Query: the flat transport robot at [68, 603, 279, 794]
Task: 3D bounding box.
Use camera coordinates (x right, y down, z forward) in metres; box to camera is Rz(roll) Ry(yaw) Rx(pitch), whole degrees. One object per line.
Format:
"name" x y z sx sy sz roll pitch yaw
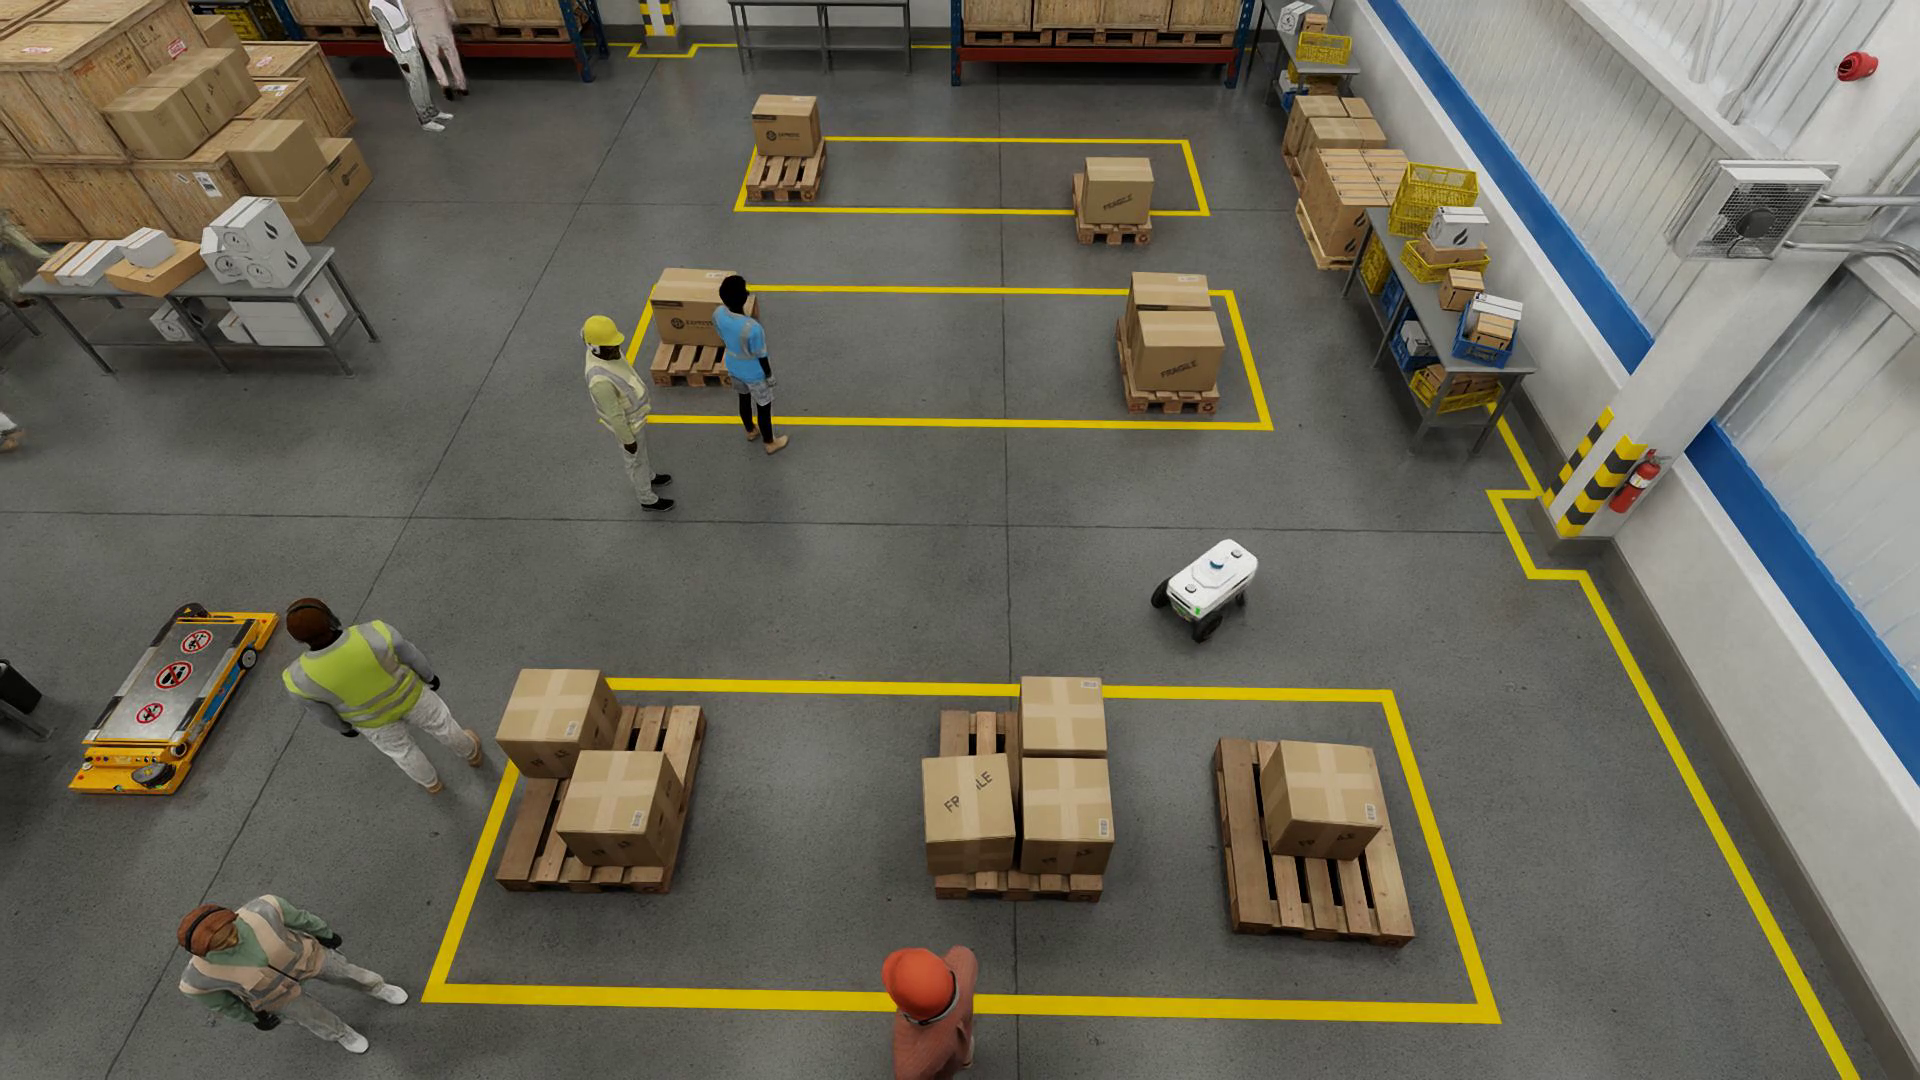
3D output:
"flat transport robot" -5.504 1.072 6.442 0.652 0.197 1.431 1 50 1

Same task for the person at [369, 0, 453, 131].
"person" -6.957 -6.144 11.481 0.383 1.911 0.584 -1 50 -1

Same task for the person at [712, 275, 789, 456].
"person" -1.761 -1.437 7.642 0.535 1.694 0.319 31 57 24

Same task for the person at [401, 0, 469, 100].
"person" -6.933 -6.775 12.035 0.676 1.887 0.528 -20 53 -16

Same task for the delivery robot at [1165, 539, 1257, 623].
"delivery robot" 1.881 0.294 6.856 0.707 0.478 0.477 -32 57 -24

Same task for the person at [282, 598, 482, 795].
"person" -3.467 0.957 5.523 0.621 1.837 0.429 -35 58 -26

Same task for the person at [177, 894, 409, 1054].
"person" -3.369 2.187 4.614 0.313 1.633 0.514 19 52 15

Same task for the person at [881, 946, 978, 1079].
"person" -0.135 2.315 4.270 0.396 1.992 0.623 20 53 16

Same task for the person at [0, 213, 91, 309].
"person" -9.474 -3.098 8.963 0.998 1.827 0.526 -7 50 -6

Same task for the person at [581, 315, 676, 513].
"person" -2.594 -0.975 7.160 0.404 1.827 0.600 -11 51 -9

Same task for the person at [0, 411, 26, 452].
"person" -8.715 -1.522 7.607 0.471 1.851 0.621 -23 53 -18
